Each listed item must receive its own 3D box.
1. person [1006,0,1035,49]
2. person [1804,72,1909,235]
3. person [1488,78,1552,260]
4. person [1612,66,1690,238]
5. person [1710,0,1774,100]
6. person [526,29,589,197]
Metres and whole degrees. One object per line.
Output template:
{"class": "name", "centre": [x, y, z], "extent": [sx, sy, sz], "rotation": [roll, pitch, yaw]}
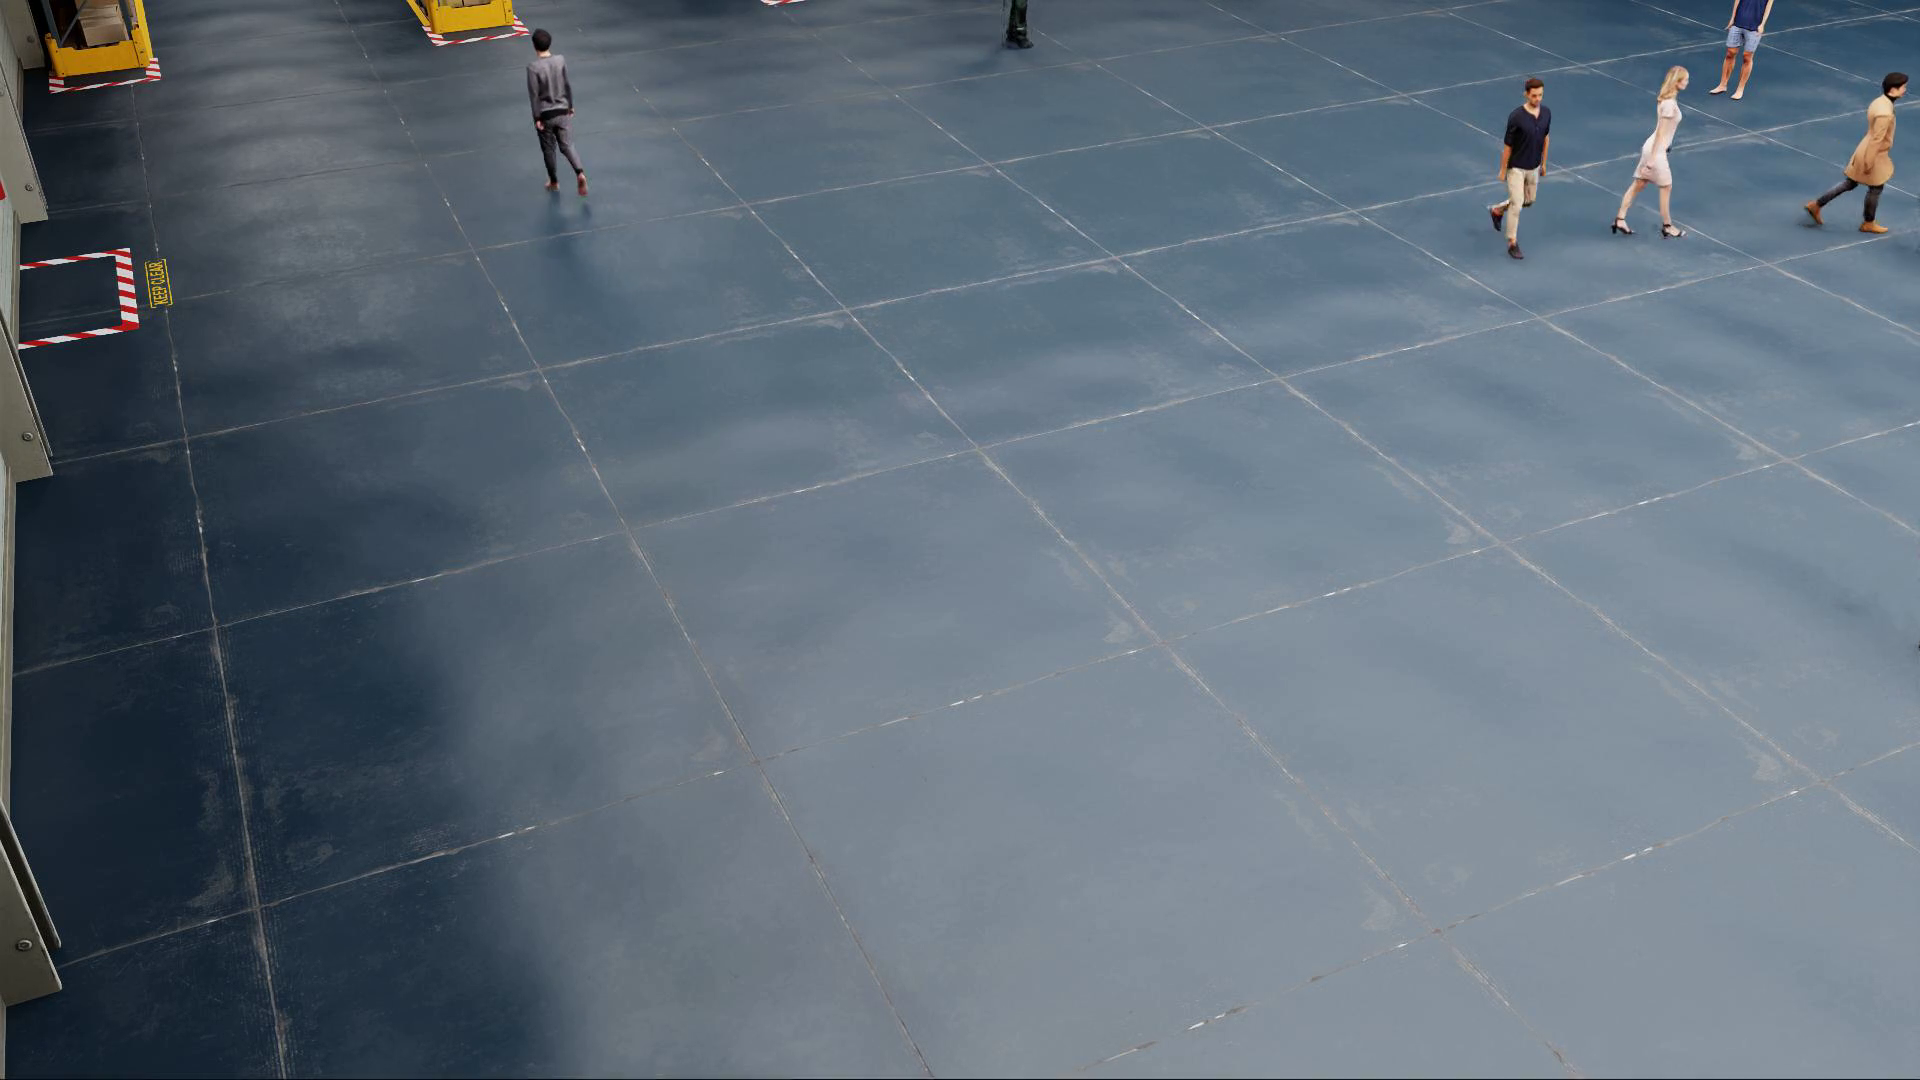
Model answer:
{"class": "person", "centre": [0.766, -7.839, 23.067], "extent": [0.953, 1.878, 0.874], "rotation": [15, 36, 22]}
{"class": "person", "centre": [9.434, -4.043, 17.392], "extent": [1.122, 1.702, 1.123], "rotation": [7, 34, 11]}
{"class": "person", "centre": [5.671, -3.814, 16.926], "extent": [0.704, 1.827, 0.985], "rotation": [-11, 35, -17]}
{"class": "person", "centre": [7.101, -3.993, 17.226], "extent": [1.021, 1.799, 0.998], "rotation": [8, 34, 12]}
{"class": "person", "centre": [10.030, -6.581, 21.158], "extent": [0.749, 1.850, 0.601], "rotation": [-27, 41, -35]}
{"class": "person", "centre": [-4.414, -4.654, 18.219], "extent": [0.827, 1.825, 1.097], "rotation": [-24, 40, -32]}
